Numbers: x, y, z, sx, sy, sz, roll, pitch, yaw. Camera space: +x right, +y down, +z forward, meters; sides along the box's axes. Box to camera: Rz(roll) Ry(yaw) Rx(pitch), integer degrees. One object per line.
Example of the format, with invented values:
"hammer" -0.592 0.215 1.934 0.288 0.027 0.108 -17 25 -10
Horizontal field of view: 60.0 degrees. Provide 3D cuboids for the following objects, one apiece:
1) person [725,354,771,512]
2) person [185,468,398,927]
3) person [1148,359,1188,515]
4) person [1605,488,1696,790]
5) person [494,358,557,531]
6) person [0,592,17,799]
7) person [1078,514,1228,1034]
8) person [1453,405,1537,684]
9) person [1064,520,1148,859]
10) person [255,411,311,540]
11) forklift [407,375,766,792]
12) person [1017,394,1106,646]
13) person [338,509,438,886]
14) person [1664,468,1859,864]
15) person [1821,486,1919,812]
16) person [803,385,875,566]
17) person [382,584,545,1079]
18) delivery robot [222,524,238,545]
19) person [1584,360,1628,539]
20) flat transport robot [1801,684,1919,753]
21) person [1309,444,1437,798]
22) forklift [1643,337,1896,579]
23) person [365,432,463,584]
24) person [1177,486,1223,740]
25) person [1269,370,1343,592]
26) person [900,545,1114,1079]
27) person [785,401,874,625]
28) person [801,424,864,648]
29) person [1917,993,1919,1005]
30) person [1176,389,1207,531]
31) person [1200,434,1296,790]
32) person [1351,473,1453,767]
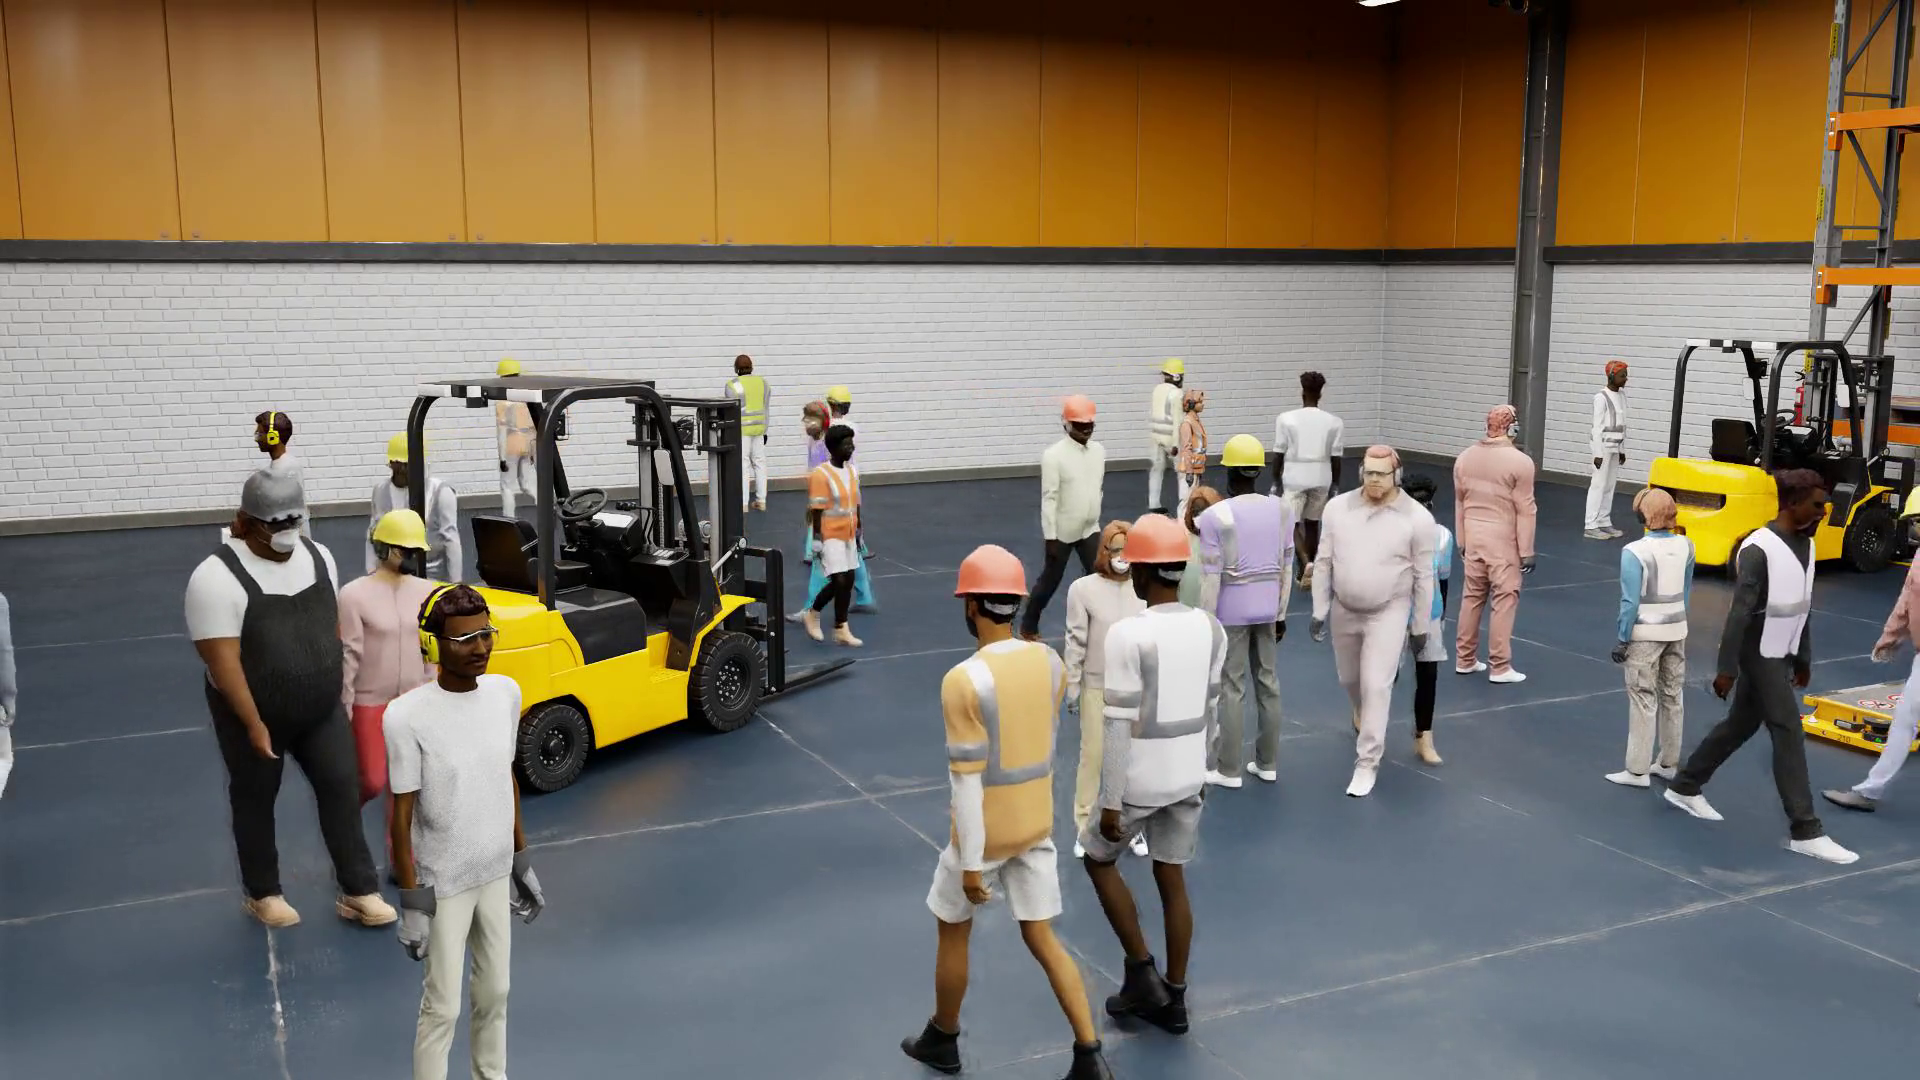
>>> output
"person" -2.503 -1.242 19.428 0.624 1.838 0.430 -9 13 -44
"person" -2.794 0.670 6.930 0.856 2.000 0.702 7 12 38
"person" 2.510 -1.176 19.109 0.813 1.798 0.598 -5 11 -30
"person" 3.751 0.535 9.016 0.515 1.636 0.314 -5 10 -26
"person" -4.610 -0.956 17.435 0.706 1.907 0.603 6 11 31
"person" -4.639 0.758 7.688 0.504 1.622 0.457 -3 10 -16
"person" 0.704 0.861 6.100 0.578 1.919 0.434 -6 11 -33
"person" 3.675 0.025 11.379 0.405 1.900 0.643 -5 11 -30
"person" 0.749 0.711 7.934 0.507 1.631 0.266 -1 9 -6
"person" -4.557 0.062 11.232 0.323 1.870 0.518 -2 9 -15
"forklift" -2.268 0.149 9.685 1.214 2.155 2.313 6 11 32
"person" 0.789 -0.090 11.984 0.620 1.942 1.050 -7 12 -38
"person" -2.631 0.714 7.558 0.546 1.741 0.550 7 12 38
"person" 3.963 0.563 8.190 0.616 1.863 1.005 -8 12 -41
"person" 5.009 0.574 8.576 0.908 1.706 0.524 3 10 17
"person" -1.191 -0.615 15.889 0.536 1.722 0.898 7 11 36
"person" -1.499 1.051 5.097 0.326 1.871 0.520 6 11 32
"delivery robot" -6.497 -0.013 15.473 0.707 0.478 0.477 3 10 18
"person" 6.806 -0.945 17.475 0.567 1.878 0.350 -9 13 -44
"flat transport robot" 5.783 1.046 10.072 1.431 0.197 0.652 -4 10 -25
"person" 2.281 0.391 9.165 0.630 1.874 0.916 6 11 35
"forklift" 7.551 -0.789 15.507 2.313 2.155 1.214 -4 10 -25
"person" -3.489 0.223 10.431 0.627 1.800 0.661 3 10 18
"person" 1.397 0.480 9.519 0.504 1.595 0.837 6 11 32
"person" 3.035 -0.501 14.488 0.613 1.946 0.784 -1 9 -4
"person" 0.181 0.969 5.599 0.549 1.900 0.903 -8 12 -39
"person" -1.038 -0.219 13.263 0.828 1.773 0.630 -3 10 -16
"person" -0.910 -0.021 12.297 0.382 1.678 0.544 6 11 32
"person" 3.880 0.839 6.191 0.627 1.941 0.371 -9 13 -43
"person" 2.291 -0.672 16.484 0.307 1.644 0.514 3 10 16
"person" 1.527 0.391 9.007 0.585 1.928 0.378 -4 10 -24
"person" 2.550 0.425 9.571 0.534 1.672 0.625 -2 9 -11
